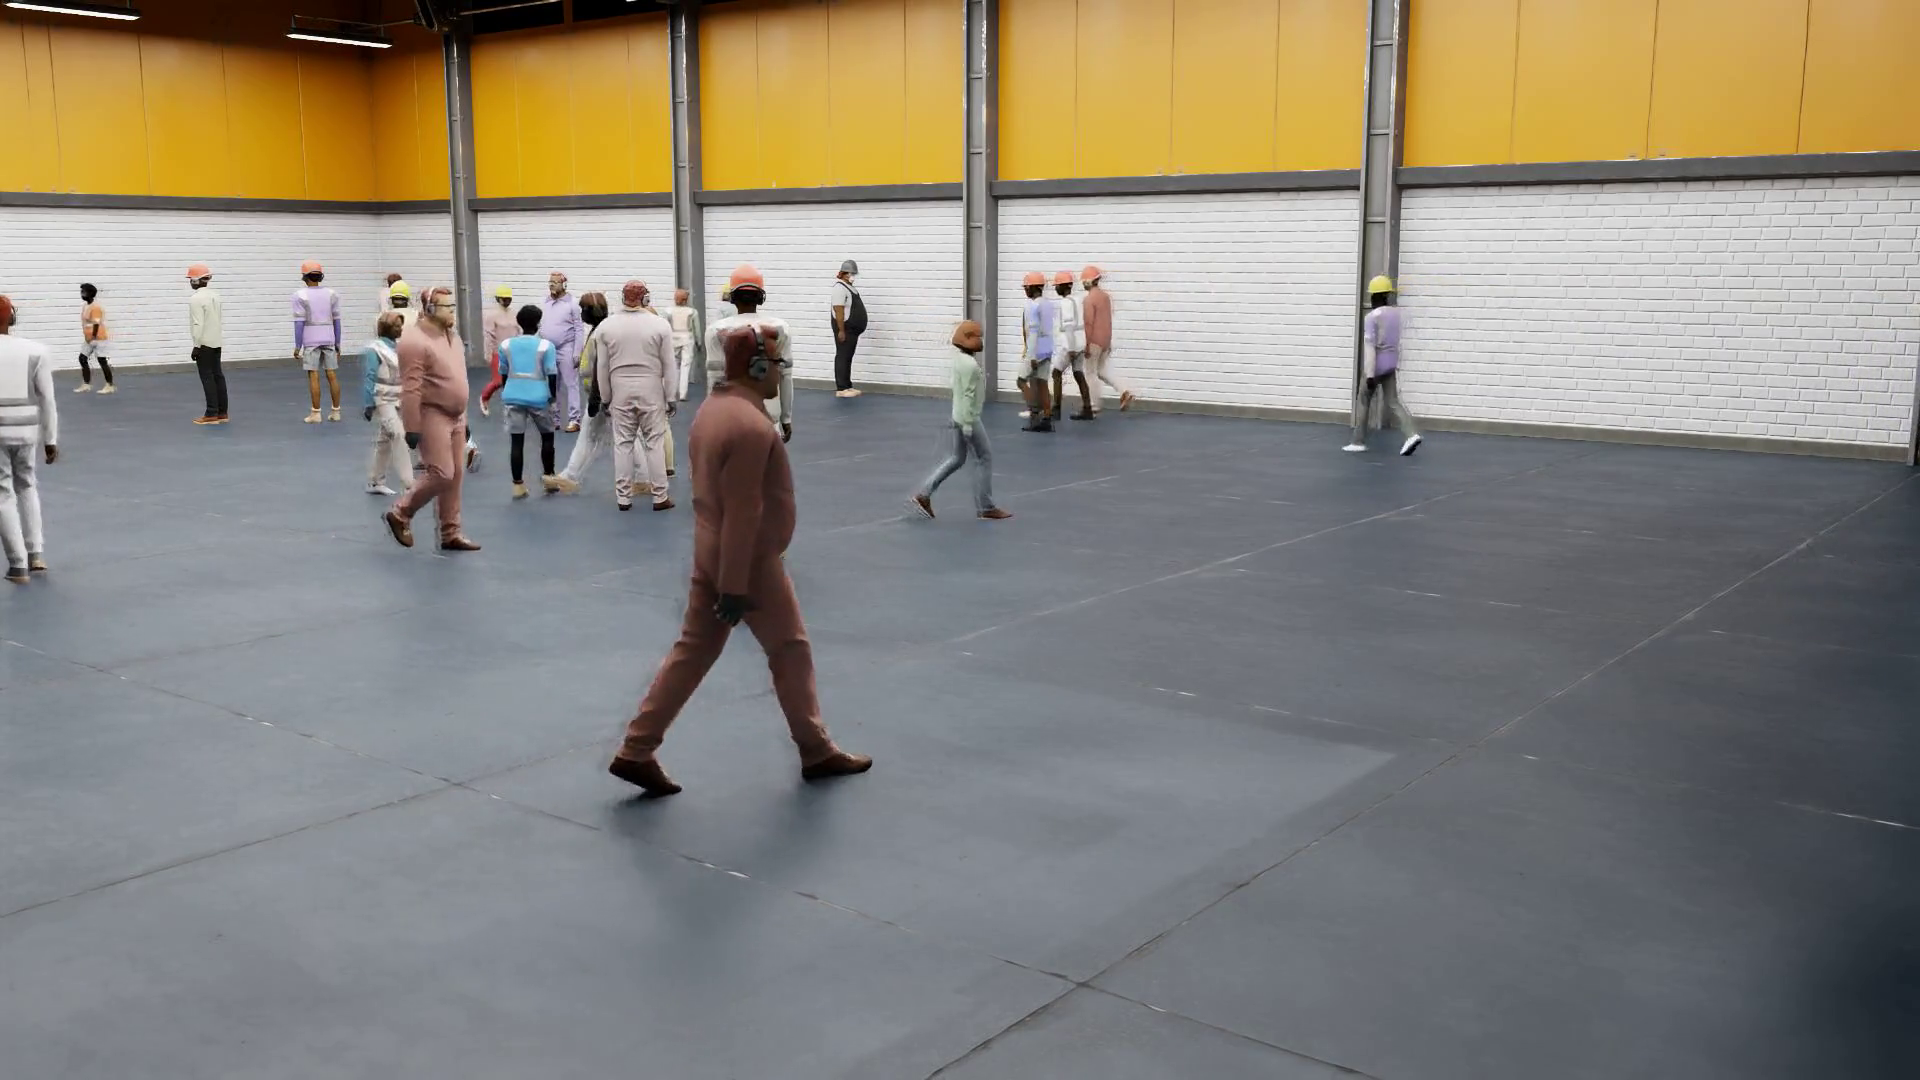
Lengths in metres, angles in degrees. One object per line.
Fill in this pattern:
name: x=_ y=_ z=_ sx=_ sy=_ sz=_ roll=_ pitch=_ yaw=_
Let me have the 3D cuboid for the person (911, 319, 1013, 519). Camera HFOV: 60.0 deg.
person: x=0.008 y=-0.948 z=13.187 sx=0.769 sy=1.602 sz=0.507 roll=-2 pitch=10 yaw=-11

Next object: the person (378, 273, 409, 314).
person: x=-9.359 y=-3.493 z=27.448 sx=0.621 sy=1.808 sz=0.915 roll=9 pitch=13 yaw=42

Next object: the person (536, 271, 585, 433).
person: x=-4.768 y=-2.231 z=19.769 sx=0.643 sy=1.913 sz=0.410 roll=4 pitch=10 yaw=21

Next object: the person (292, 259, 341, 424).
person: x=-8.026 y=-2.467 z=20.754 sx=0.379 sy=2.045 sz=0.605 roll=9 pitch=13 yaw=43

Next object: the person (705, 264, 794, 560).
person: x=-1.439 y=-0.852 z=11.360 sx=0.605 sy=2.044 sz=0.374 roll=-4 pitch=10 yaw=-20

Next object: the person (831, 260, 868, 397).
person: x=-1.643 y=-3.158 z=24.788 sx=0.536 sy=2.000 sz=0.683 roll=2 pitch=10 yaw=11

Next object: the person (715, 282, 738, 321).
person: x=-3.271 y=-2.823 z=23.804 sx=0.502 sy=1.703 sz=0.805 roll=-3 pitch=10 yaw=-19

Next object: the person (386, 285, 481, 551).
person: x=-3.722 y=-0.845 z=11.754 sx=0.529 sy=1.896 sz=0.647 roll=2 pitch=10 yaw=12

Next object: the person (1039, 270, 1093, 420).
person: x=1.324 y=-2.456 z=21.109 sx=0.819 sy=1.898 sz=0.613 roll=3 pitch=10 yaw=17

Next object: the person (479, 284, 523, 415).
person: x=-5.837 y=-2.385 z=21.169 sx=0.640 sy=1.745 sz=0.526 roll=8 pitch=12 yaw=39

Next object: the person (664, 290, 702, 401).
person: x=-4.019 y=-2.824 z=24.124 sx=0.539 sy=1.586 sz=0.879 roll=0 pitch=10 yaw=0

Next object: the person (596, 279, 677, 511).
person: x=-2.648 y=-1.190 z=13.722 sx=0.652 sy=1.906 sz=0.402 roll=0 pitch=10 yaw=2

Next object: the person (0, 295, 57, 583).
person: x=-6.200 y=-0.658 z=10.763 sx=0.580 sy=1.864 sz=0.580 roll=9 pitch=13 yaw=43

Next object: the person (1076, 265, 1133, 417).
person: x=1.840 y=-2.573 z=21.584 sx=0.677 sy=1.972 sz=0.640 roll=6 pitch=11 yaw=29

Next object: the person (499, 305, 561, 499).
person: x=-3.735 y=-1.206 z=14.499 sx=0.557 sy=1.669 sz=0.672 roll=1 pitch=10 yaw=3

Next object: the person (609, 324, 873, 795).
person: x=-0.904 y=0.082 z=6.507 sx=1.048 sy=1.851 sz=0.647 roll=-5 pitch=11 yaw=-27

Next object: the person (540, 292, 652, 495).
person: x=-3.148 y=-1.258 z=14.478 sx=0.999 sy=1.777 sz=0.635 roll=-3 pitch=10 yaw=-18

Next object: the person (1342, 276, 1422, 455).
person: x=4.482 y=-1.836 z=17.547 sx=0.595 sy=1.901 sz=0.919 roll=-7 pitch=12 yaw=-34

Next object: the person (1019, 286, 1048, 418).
person: x=0.967 y=-2.497 z=21.513 sx=0.328 sy=1.842 sz=0.516 roll=5 pitch=11 yaw=29

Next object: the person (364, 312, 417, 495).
person: x=-4.871 y=-1.166 z=14.445 sx=0.773 sy=1.608 sz=0.526 roll=2 pitch=10 yaw=12

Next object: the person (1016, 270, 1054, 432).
person: x=0.913 y=-2.234 z=19.782 sx=0.482 sy=1.919 sz=0.553 roll=6 pitch=12 yaw=32

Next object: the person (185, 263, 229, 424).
person: x=-9.405 y=-2.437 z=20.724 sx=0.395 sy=1.992 sz=0.622 roll=0 pitch=10 yaw=3

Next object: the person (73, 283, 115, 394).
person: x=-13.120 y=-3.014 z=25.013 sx=0.553 sy=1.672 sz=0.671 roll=9 pitch=13 yaw=43

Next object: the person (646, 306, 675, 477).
person: x=-2.887 y=-1.370 z=15.601 sx=0.276 sy=1.628 sz=0.505 roll=3 pitch=10 yaw=19

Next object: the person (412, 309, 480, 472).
person: x=-5.016 y=-1.445 z=16.063 sx=0.737 sy=1.604 sz=0.508 roll=6 pitch=11 yaw=31

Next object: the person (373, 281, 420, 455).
person: x=-5.832 y=-1.794 z=17.451 sx=0.591 sy=1.834 sz=0.404 roll=-4 pitch=10 yaw=-21
